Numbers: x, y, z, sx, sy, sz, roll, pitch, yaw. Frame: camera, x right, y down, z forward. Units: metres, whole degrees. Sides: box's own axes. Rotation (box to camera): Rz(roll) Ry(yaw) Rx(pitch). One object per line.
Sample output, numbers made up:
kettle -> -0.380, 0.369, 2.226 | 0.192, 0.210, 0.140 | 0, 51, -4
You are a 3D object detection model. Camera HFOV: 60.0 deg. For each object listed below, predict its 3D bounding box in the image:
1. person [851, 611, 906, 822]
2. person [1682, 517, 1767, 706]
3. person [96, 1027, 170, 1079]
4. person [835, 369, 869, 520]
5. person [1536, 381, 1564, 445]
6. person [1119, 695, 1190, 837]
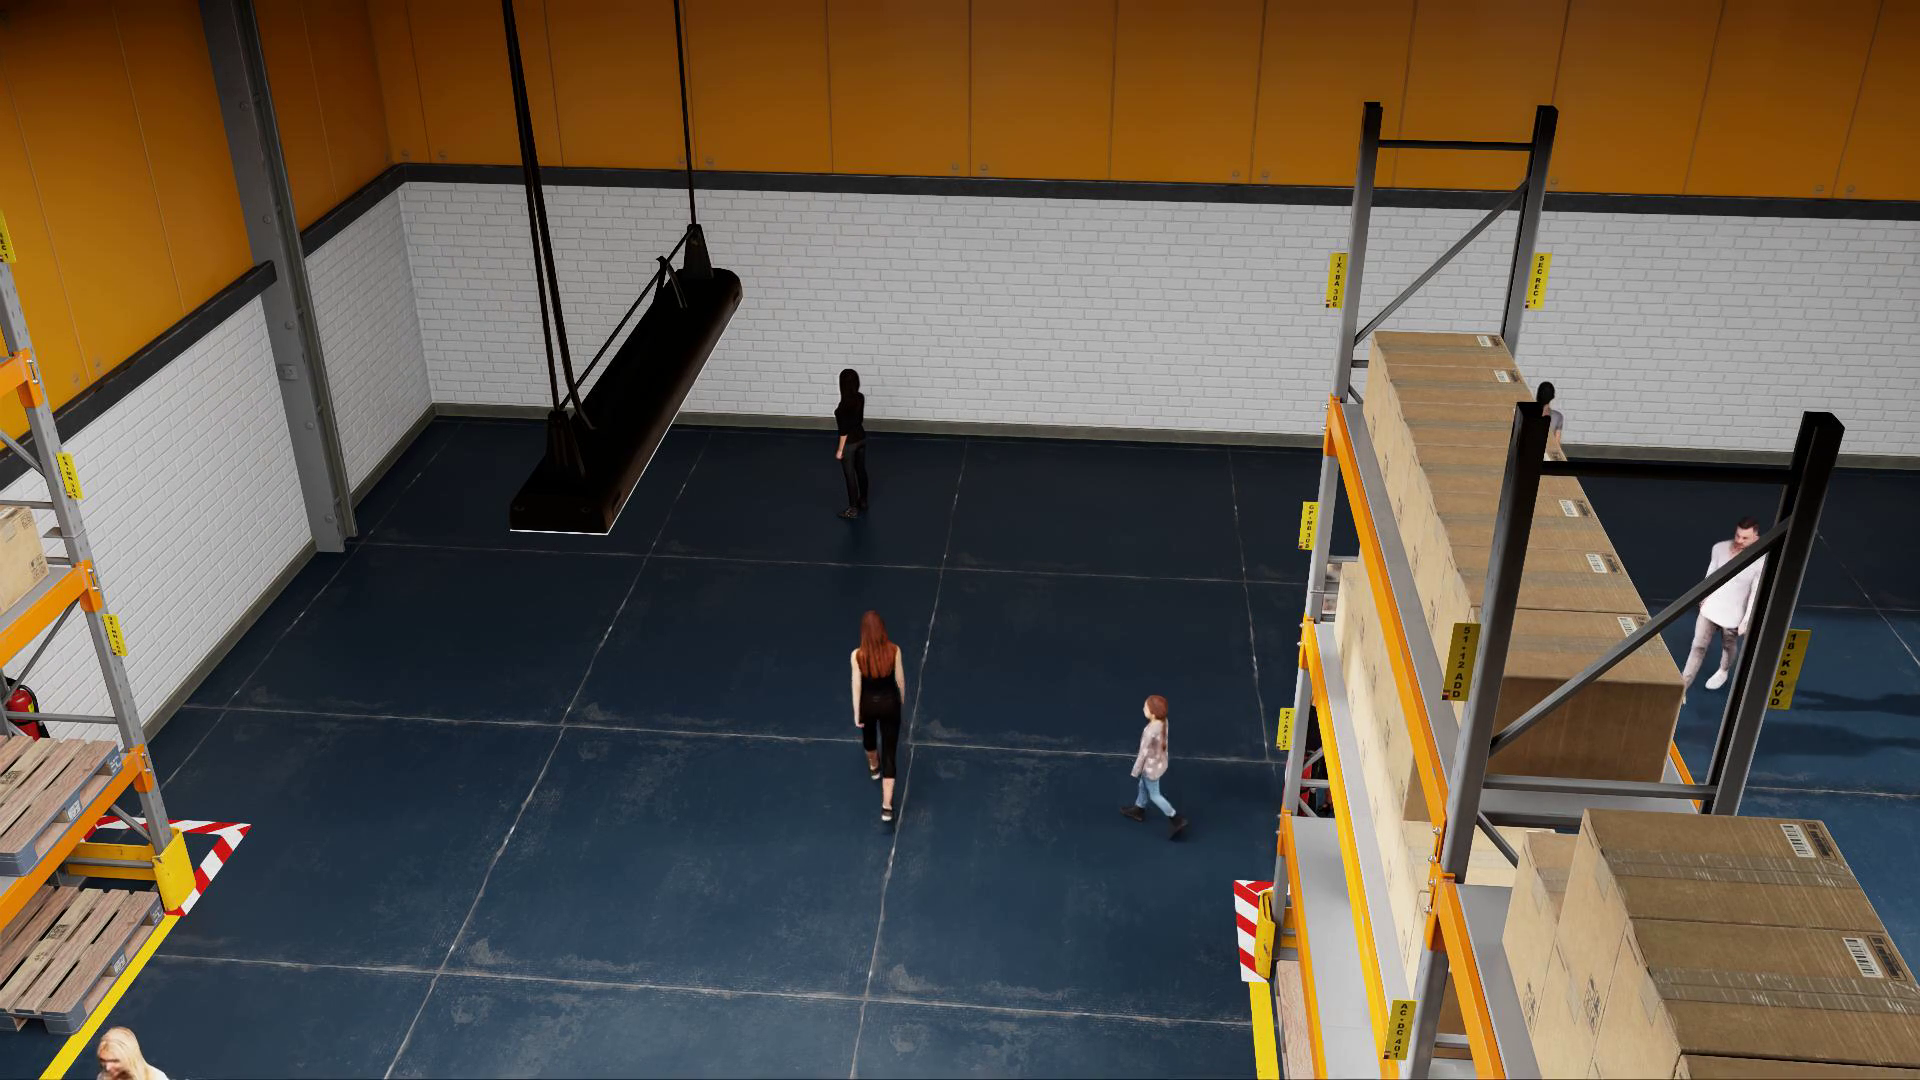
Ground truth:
person -> -0.619, 1.370, 12.875 | 0.624, 1.687, 1.183 | 0, 29, 0
person -> 6.604, 0.579, 14.230 | 1.247, 1.778, 1.142 | -24, 37, -37
person -> -4.395, 3.329, 9.190 | 0.683, 1.777, 1.209 | 4, 29, 8
person -> -1.111, -1.014, 17.292 | 0.695, 1.642, 0.569 | 16, 32, 26
person -> 5.723, -0.740, 16.707 | 0.618, 1.721, 1.004 | 2, 29, 4
person -> 1.524, 1.735, 12.736 | 0.754, 1.180, 0.827 | 15, 32, 25
